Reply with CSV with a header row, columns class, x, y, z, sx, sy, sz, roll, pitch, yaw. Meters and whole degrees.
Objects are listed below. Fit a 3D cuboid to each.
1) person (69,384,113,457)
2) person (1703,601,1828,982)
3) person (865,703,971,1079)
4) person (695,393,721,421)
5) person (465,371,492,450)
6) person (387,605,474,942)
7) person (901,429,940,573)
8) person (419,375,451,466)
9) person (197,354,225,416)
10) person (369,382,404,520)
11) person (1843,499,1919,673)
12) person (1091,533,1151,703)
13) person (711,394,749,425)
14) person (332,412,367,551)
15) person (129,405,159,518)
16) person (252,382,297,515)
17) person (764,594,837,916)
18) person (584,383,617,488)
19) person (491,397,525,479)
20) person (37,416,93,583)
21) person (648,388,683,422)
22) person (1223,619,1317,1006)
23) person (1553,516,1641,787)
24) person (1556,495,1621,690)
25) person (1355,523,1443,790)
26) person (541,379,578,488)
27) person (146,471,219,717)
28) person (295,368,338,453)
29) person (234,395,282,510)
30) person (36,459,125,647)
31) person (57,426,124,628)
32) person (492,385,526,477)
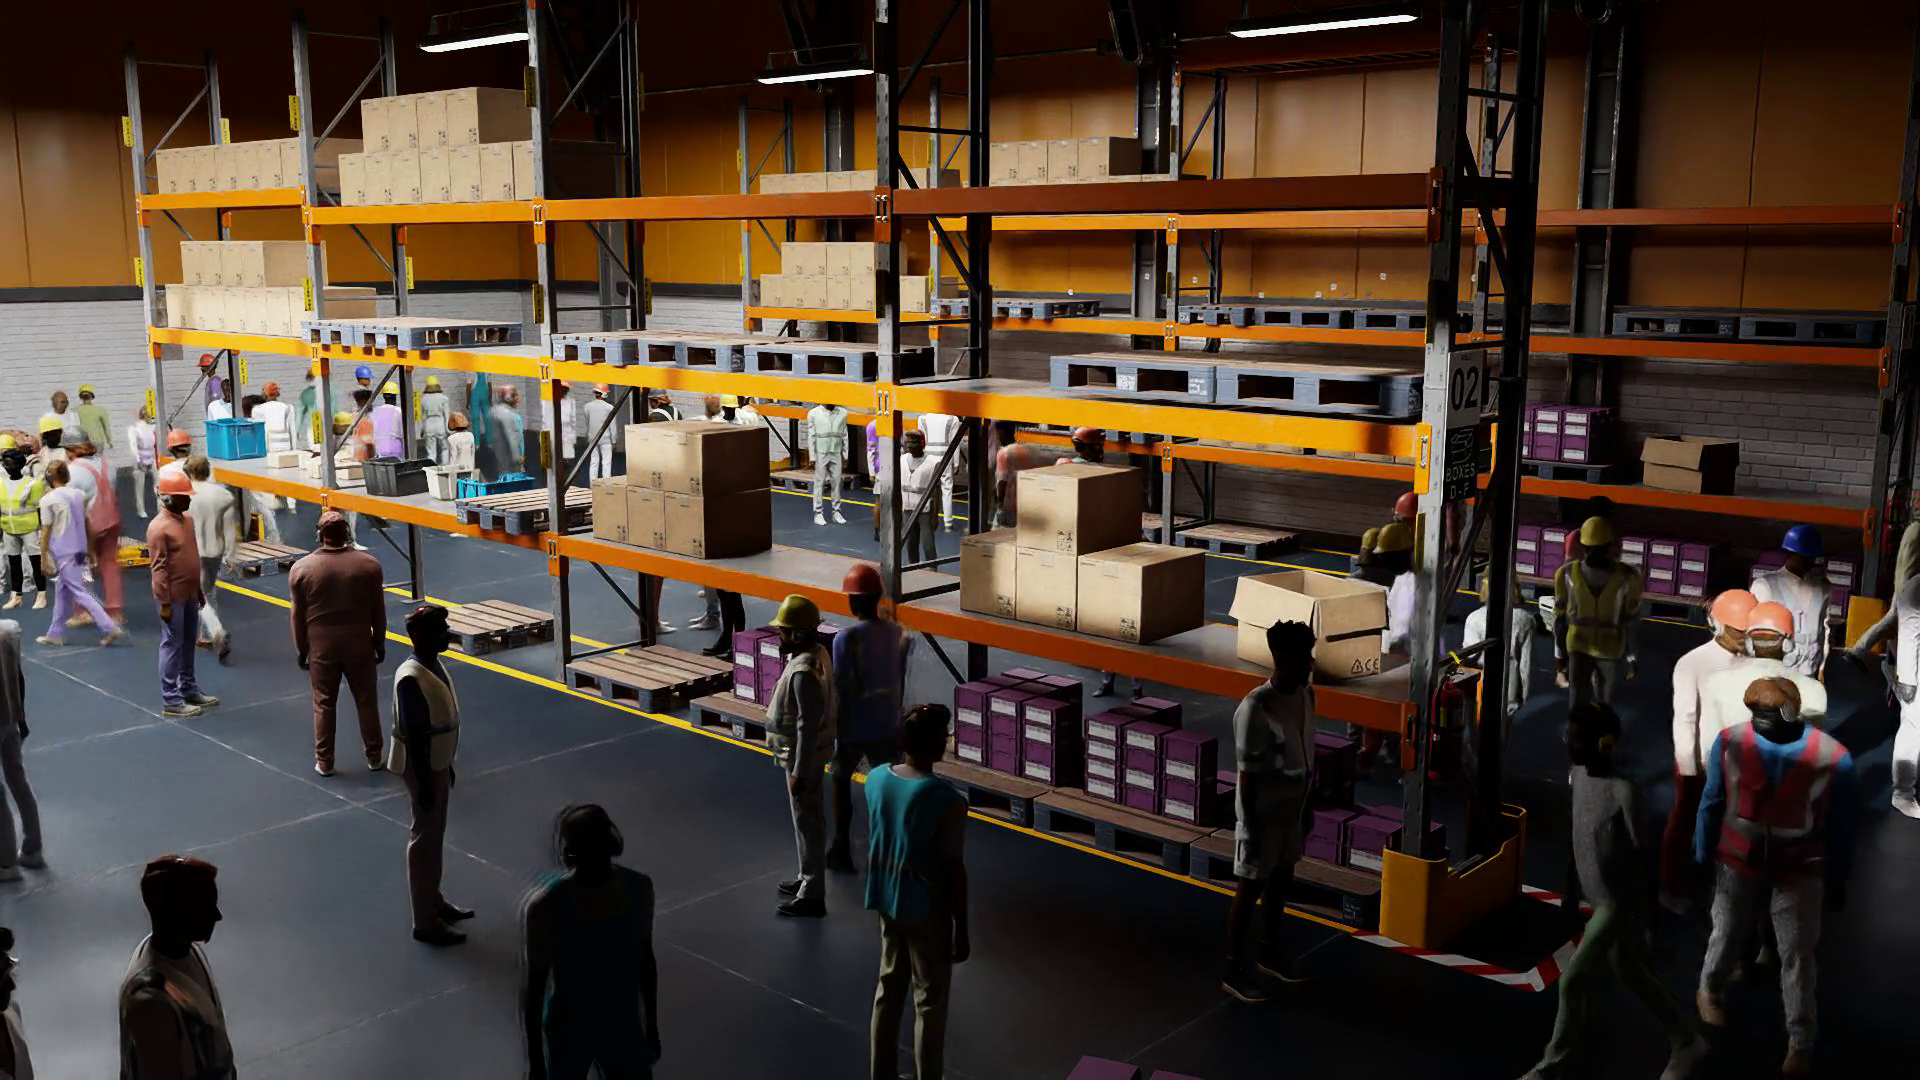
class,x,y,z,sx,sy,sz,roll,pitch,yaw
person,-12.902,-1.448,24.741,0.531,1.731,0.798,-3,10,-15
person,4.141,1.297,8.559,0.448,1.967,0.636,-10,14,-44
person,-0.195,1.610,7.189,0.561,1.834,0.386,10,14,43
person,-3.293,-0.986,21.775,0.434,1.869,0.598,5,11,26
person,-8.942,-2.595,30.919,0.506,1.846,0.345,-8,13,-39
person,-2.915,1.261,9.106,0.388,1.847,0.564,-1,10,-7
person,-0.436,-0.294,17.948,0.560,1.837,0.389,7,12,33
person,-8.353,-1.765,26.533,0.511,1.719,0.667,-1,10,-5
person,-12.164,-2.016,27.125,0.413,2.035,0.605,-5,11,-25
person,-7.839,-1.223,22.950,0.586,1.920,0.397,2,10,12
person,8.187,0.398,14.415,0.856,1.695,0.647,6,12,30
person,1.331,0.476,13.791,0.528,1.764,0.329,6,12,30
person,-2.957,-0.951,21.420,0.587,1.920,0.390,-6,11,-29
person,-7.633,-0.720,20.632,0.492,1.737,0.334,5,11,28
person,-11.191,-1.062,22.981,0.888,1.583,0.505,8,13,40
person,-9.651,-1.286,23.448,0.576,1.877,0.350,-6,12,-30
person,-0.902,1.209,9.443,0.404,1.832,0.600,0,10,-2
person,-5.407,-1.524,25.159,0.558,1.744,0.351,5,11,24
person,-6.434,-1.283,23.801,0.575,1.737,0.354,6,12,32
person,-9.979,-0.443,18.580,0.653,1.902,0.450,4,11,20
person,-3.902,-1.047,21.610,0.535,2.000,0.680,5,11,26
person,1.588,1.344,8.345,0.399,1.956,0.609,10,14,44
person,4.539,0.745,11.909,0.585,1.891,0.955,3,11,18
person,5.372,0.447,14.178,0.533,1.692,0.323,-2,10,-13
person,2.971,0.813,11.526,0.895,1.881,0.607,2,10,14
person,-5.920,-1.513,24.643,0.574,1.911,0.479,-7,12,-35
person,-6.287,0.431,13.422,0.408,1.987,0.614,0,10,0
person,-9.853,-1.675,25.464,0.648,1.923,0.516,5,11,27
person,-10.042,-1.223,23.646,0.553,1.667,0.755,6,12,29
person,-8.320,0.142,15.624,0.917,1.796,0.536,2,10,13
person,-8.664,-0.144,16.508,0.560,2.000,0.701,3,10,16
person,-6.164,-1.187,22.839,0.568,1.886,0.660,-3,11,-17
